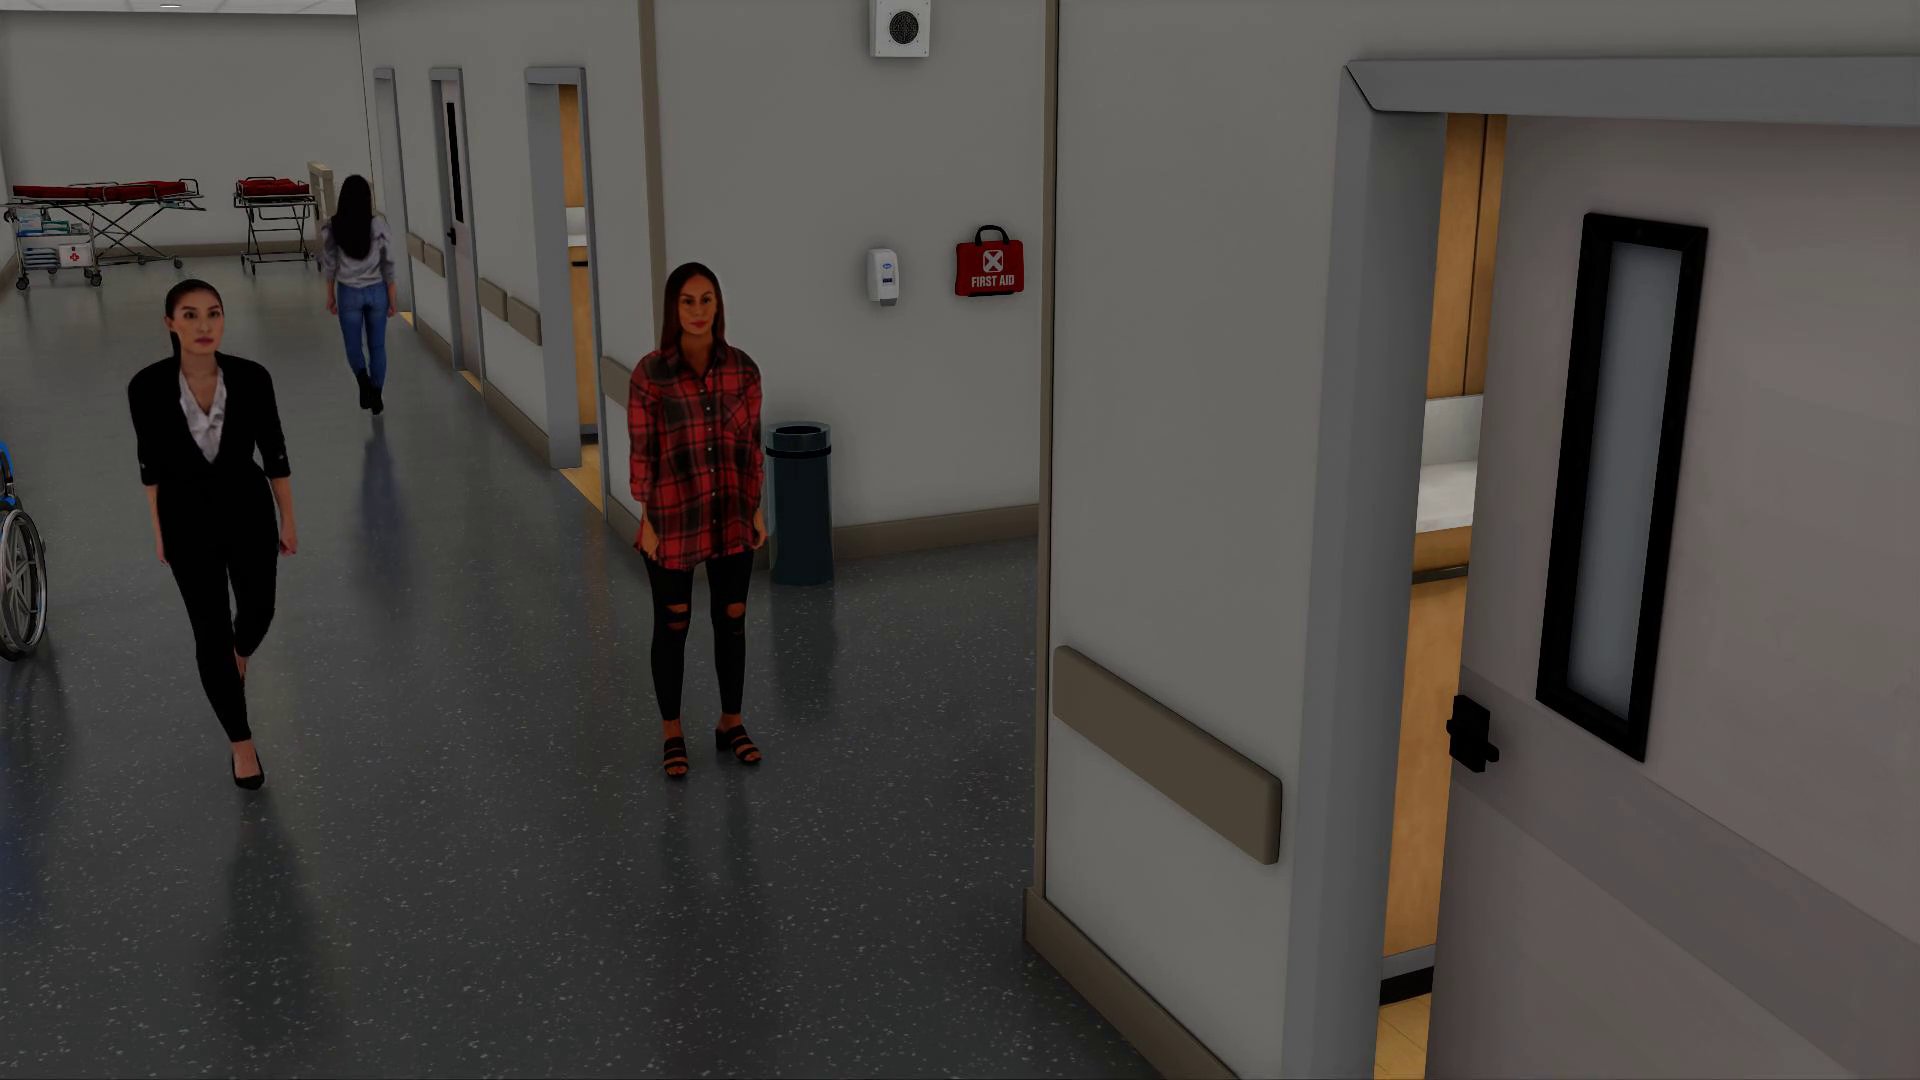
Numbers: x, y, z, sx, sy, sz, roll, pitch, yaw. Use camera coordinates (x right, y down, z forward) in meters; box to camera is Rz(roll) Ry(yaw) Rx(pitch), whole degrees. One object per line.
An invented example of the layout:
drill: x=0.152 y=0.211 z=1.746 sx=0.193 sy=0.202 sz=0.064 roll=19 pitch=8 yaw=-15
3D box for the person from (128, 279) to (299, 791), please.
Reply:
person: x=-2.468 y=-0.033 z=5.532 sx=0.657 sy=1.630 sz=1.074 roll=-9 pitch=18 yaw=-29

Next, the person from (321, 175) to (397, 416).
person: x=-4.005 y=-1.609 z=11.152 sx=0.634 sy=1.613 sz=0.847 roll=-6 pitch=17 yaw=-21

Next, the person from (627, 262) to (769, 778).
person: x=-0.861 y=-0.065 z=5.511 sx=0.604 sy=1.703 sz=0.542 roll=-8 pitch=18 yaw=-26
